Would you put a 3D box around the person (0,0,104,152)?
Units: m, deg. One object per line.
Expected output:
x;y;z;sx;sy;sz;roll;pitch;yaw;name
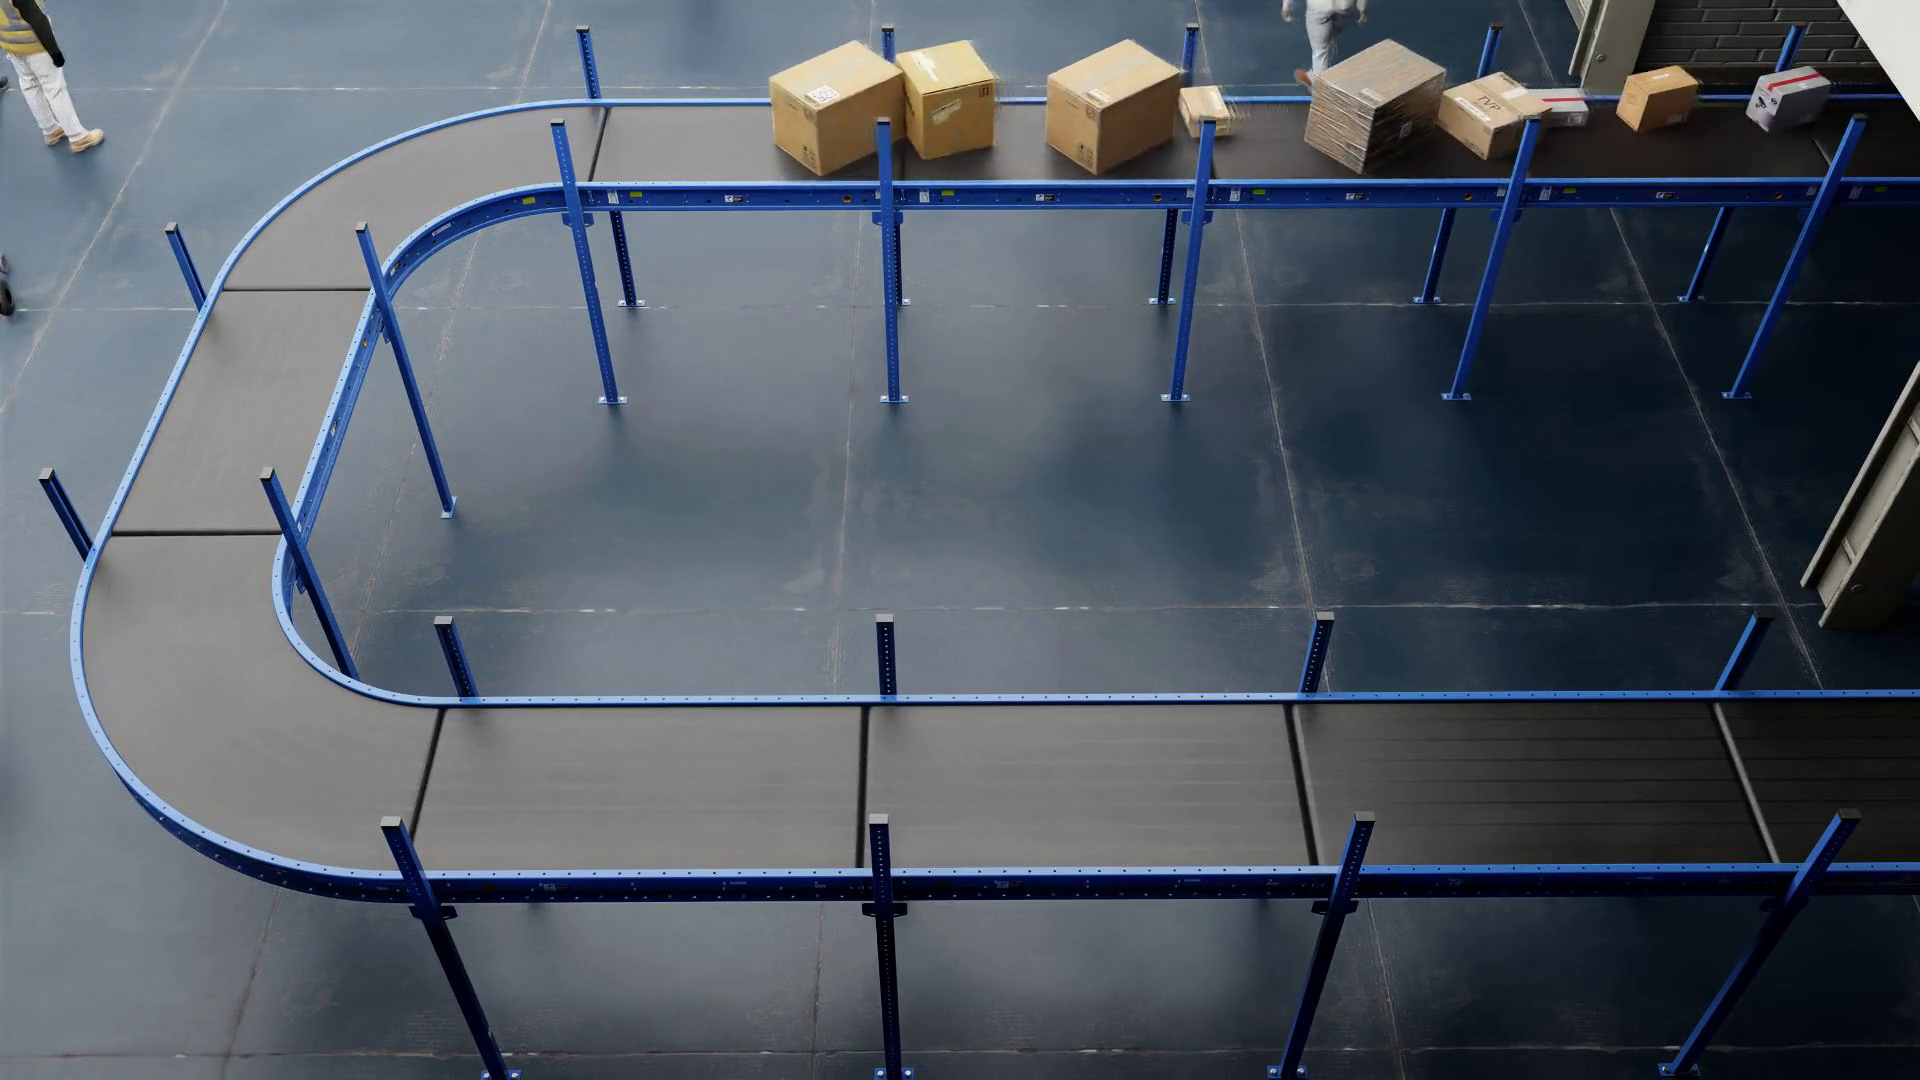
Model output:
-7.439;-3.985;13.739;0.634;1.839;0.429;18;50;16;person

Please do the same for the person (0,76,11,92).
-8.498;-4.352;14.099;0.589;1.813;0.736;15;49;14;person

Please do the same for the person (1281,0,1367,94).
2.965;-4.423;14.109;0.653;1.892;0.788;-9;48;-8;person
